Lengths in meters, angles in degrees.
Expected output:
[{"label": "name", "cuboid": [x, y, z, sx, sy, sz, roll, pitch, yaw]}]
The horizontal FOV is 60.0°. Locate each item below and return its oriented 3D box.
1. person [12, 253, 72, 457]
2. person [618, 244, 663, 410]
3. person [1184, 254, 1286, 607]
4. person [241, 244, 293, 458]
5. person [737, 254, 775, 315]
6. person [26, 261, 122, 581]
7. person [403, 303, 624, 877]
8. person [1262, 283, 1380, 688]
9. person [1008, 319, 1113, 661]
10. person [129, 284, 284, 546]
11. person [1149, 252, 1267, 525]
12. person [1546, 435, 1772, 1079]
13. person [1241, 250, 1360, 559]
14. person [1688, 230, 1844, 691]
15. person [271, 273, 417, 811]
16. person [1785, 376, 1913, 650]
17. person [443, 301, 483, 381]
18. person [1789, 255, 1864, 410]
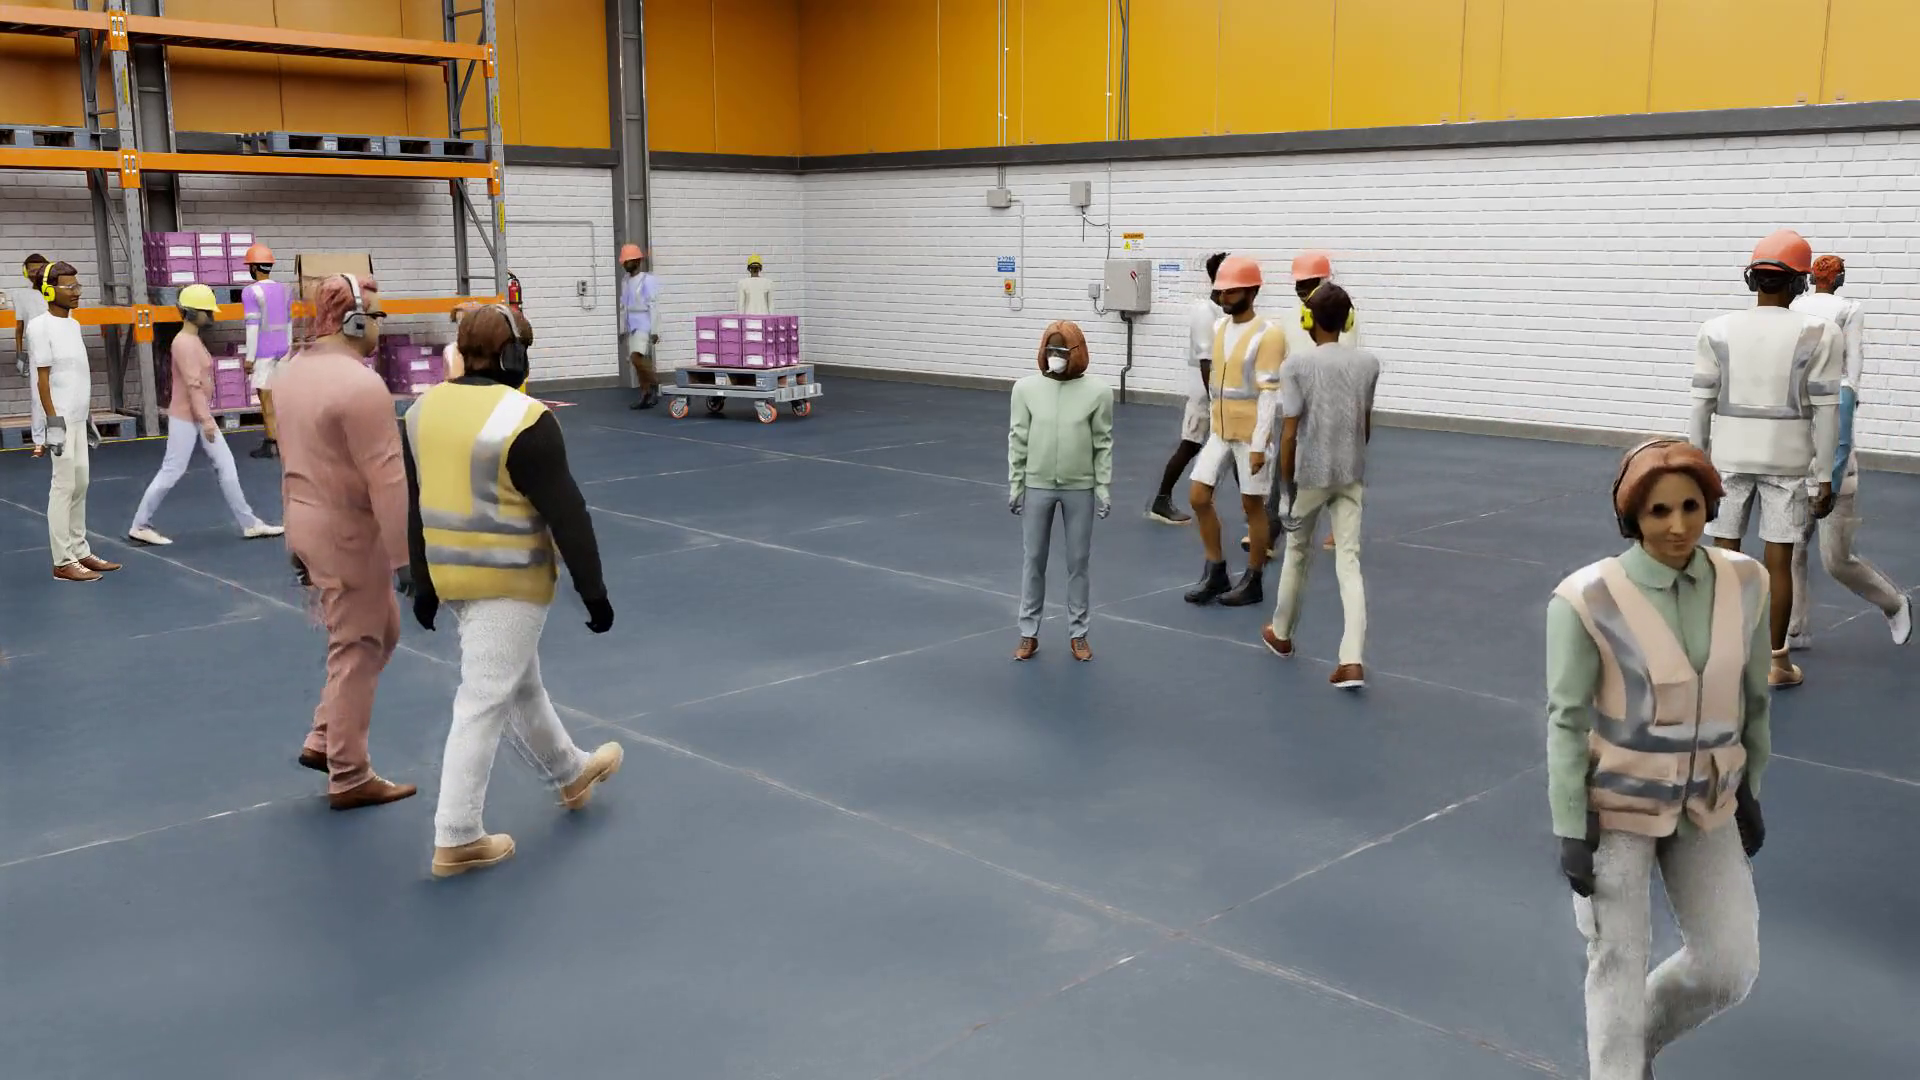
[{"label": "person", "cuboid": [-8.356, -1.681, 15.222, 0.509, 1.860, 0.318, -3, 11, -18]}, {"label": "person", "cuboid": [-3.735, -2.452, 19.233, 0.431, 1.922, 0.549, -9, 14, -41]}, {"label": "person", "cuboid": [1.447, -0.569, 8.971, 0.608, 1.917, 0.581, -7, 12, -33]}, {"label": "person", "cuboid": [-6.324, -1.713, 15.164, 0.356, 1.936, 0.551, 4, 11, 20]}, {"label": "person", "cuboid": [-2.768, -2.978, 22.529, 0.526, 1.768, 0.330, -4, 11, -21]}, {"label": "person", "cuboid": [-5.244, -0.692, 9.811, 0.328, 1.862, 0.510, -1, 10, -6]}, {"label": "person", "cuboid": [-1.413, 0.135, 5.463, 0.657, 1.794, 0.946, 8, 13, 37]}, {"label": "person", "cuboid": [1.675, -0.263, 7.632, 0.483, 1.807, 1.031, -1, 10, -4]}, {"label": "person", "cuboid": [0.474, -0.232, 7.919, 0.497, 1.633, 0.279, 1, 10, 5]}, {"label": "person", "cuboid": [-5.009, -0.811, 10.866, 0.947, 1.707, 0.527, -3, 11, -15]}, {"label": "person", "cuboid": [1.768, -1.017, 11.456, 1.024, 1.912, 0.625, 6, 12, 29]}, {"label": "person", "cuboid": [1.454, 0.582, 3.493, 0.531, 1.621, 0.372, -2, 11, -13]}, {"label": "person", "cuboid": [2.216, -0.843, 10.456, 0.606, 1.927, 1.069, 10, 14, 43]}, {"label": "person", "cuboid": [3.585, -0.349, 7.437, 0.615, 2.042, 0.374, 8, 13, 37]}, {"label": "person", "cuboid": [-2.127, 0.018, 5.873, 0.428, 1.894, 0.663, -8, 13, -38]}, {"label": "person", "cuboid": [4.238, -0.242, 8.021, 0.668, 1.612, 0.539, -1, 10, -6]}, {"label": "person", "cuboid": [-3.019, -0.668, 10.354, 0.521, 1.615, 0.641, 3, 11, 16]}, {"label": "person", "cuboid": [6.177, -1.104, 11.992, 0.587, 1.882, 0.342, 10, 14, 42]}]
